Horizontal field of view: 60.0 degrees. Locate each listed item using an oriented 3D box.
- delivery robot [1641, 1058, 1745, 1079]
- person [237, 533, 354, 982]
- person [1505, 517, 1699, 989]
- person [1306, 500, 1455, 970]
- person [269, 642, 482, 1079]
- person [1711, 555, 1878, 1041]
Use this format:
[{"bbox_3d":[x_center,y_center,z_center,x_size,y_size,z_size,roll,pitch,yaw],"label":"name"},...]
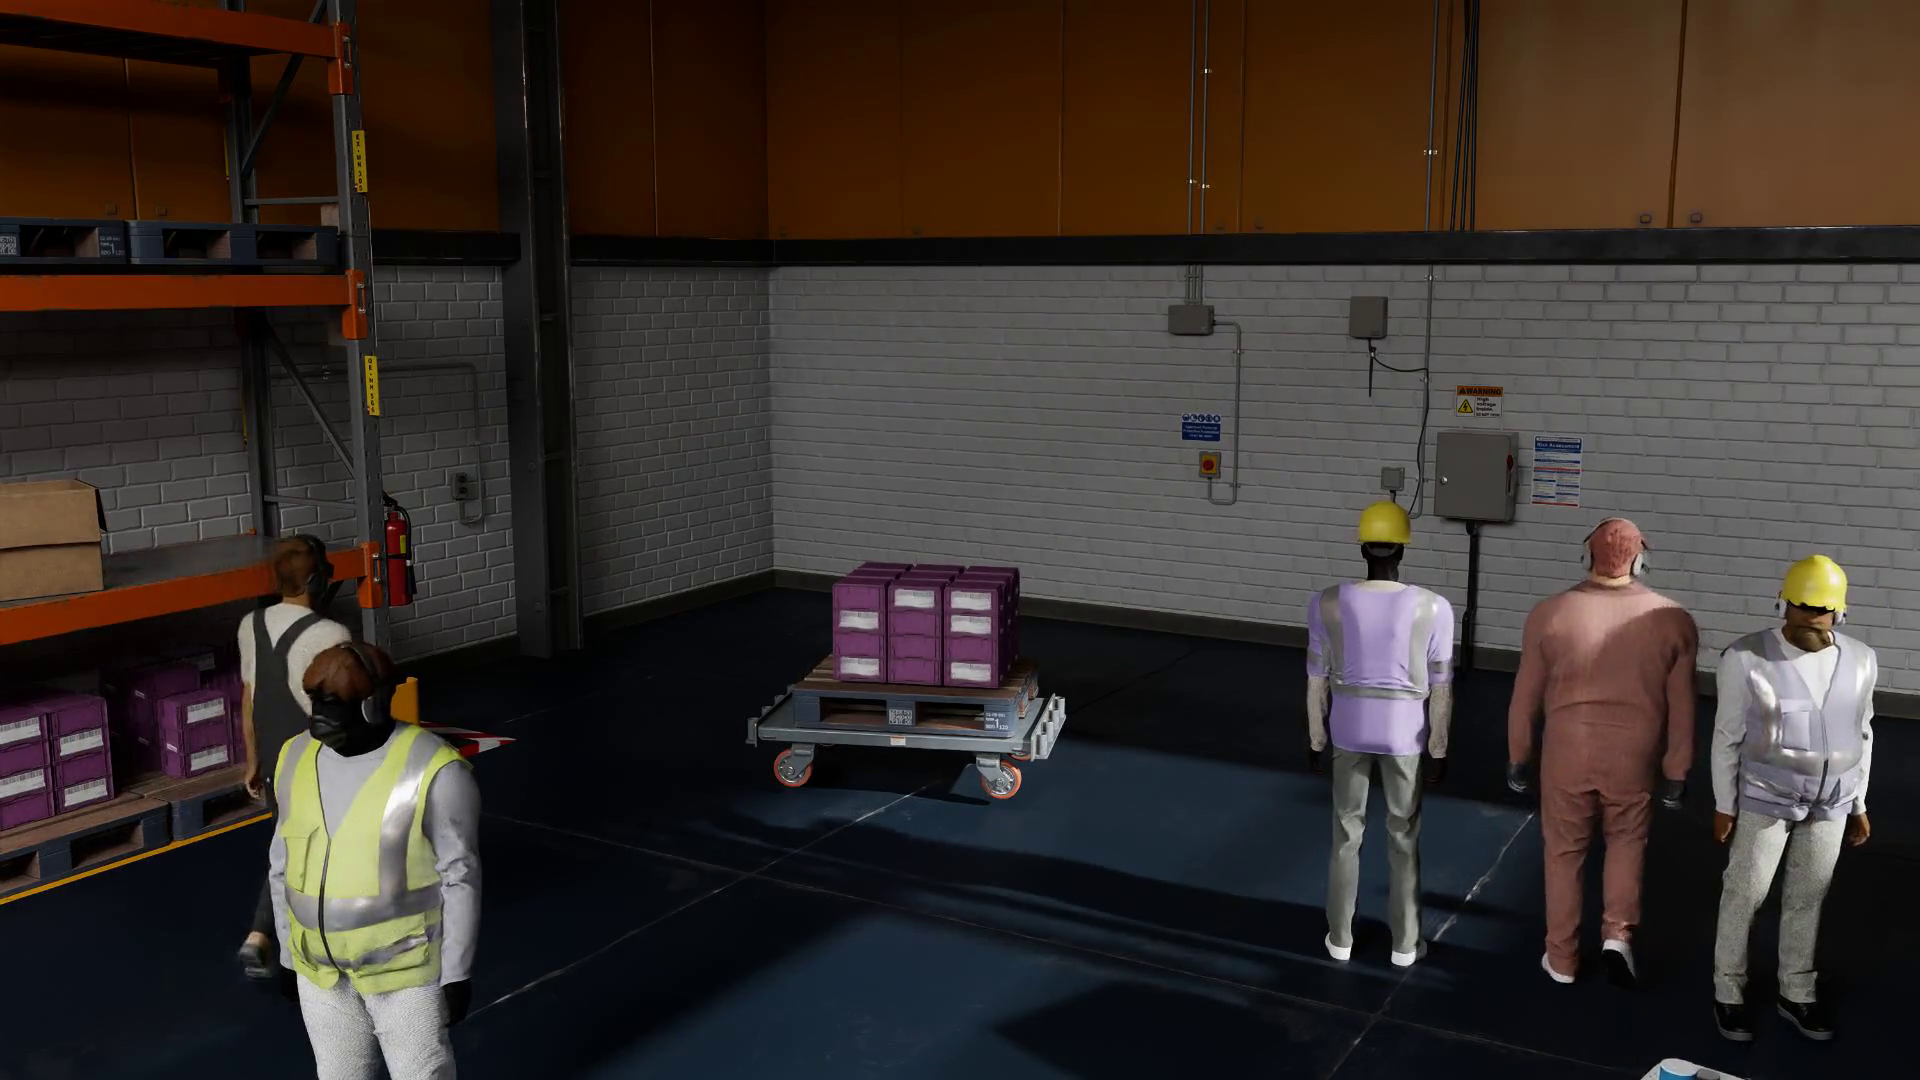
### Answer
[{"bbox_3d":[2.071,1.751,4.826,0.477,0.478,0.707,8,12,42],"label":"delivery robot"},{"bbox_3d":[-2.592,0.889,6.519,0.541,1.834,0.483,3,10,18],"label":"person"},{"bbox_3d":[2.512,0.852,6.549,0.682,1.893,0.453,2,9,13],"label":"person"},{"bbox_3d":[1.707,0.797,6.800,0.585,1.927,0.367,3,10,19],"label":"person"},{"bbox_3d":[-1.653,1.183,4.666,0.633,1.839,0.429,2,9,15],"label":"person"},{"bbox_3d":[3.076,0.952,6.137,0.595,1.828,0.403,0,9,-1],"label":"person"}]
